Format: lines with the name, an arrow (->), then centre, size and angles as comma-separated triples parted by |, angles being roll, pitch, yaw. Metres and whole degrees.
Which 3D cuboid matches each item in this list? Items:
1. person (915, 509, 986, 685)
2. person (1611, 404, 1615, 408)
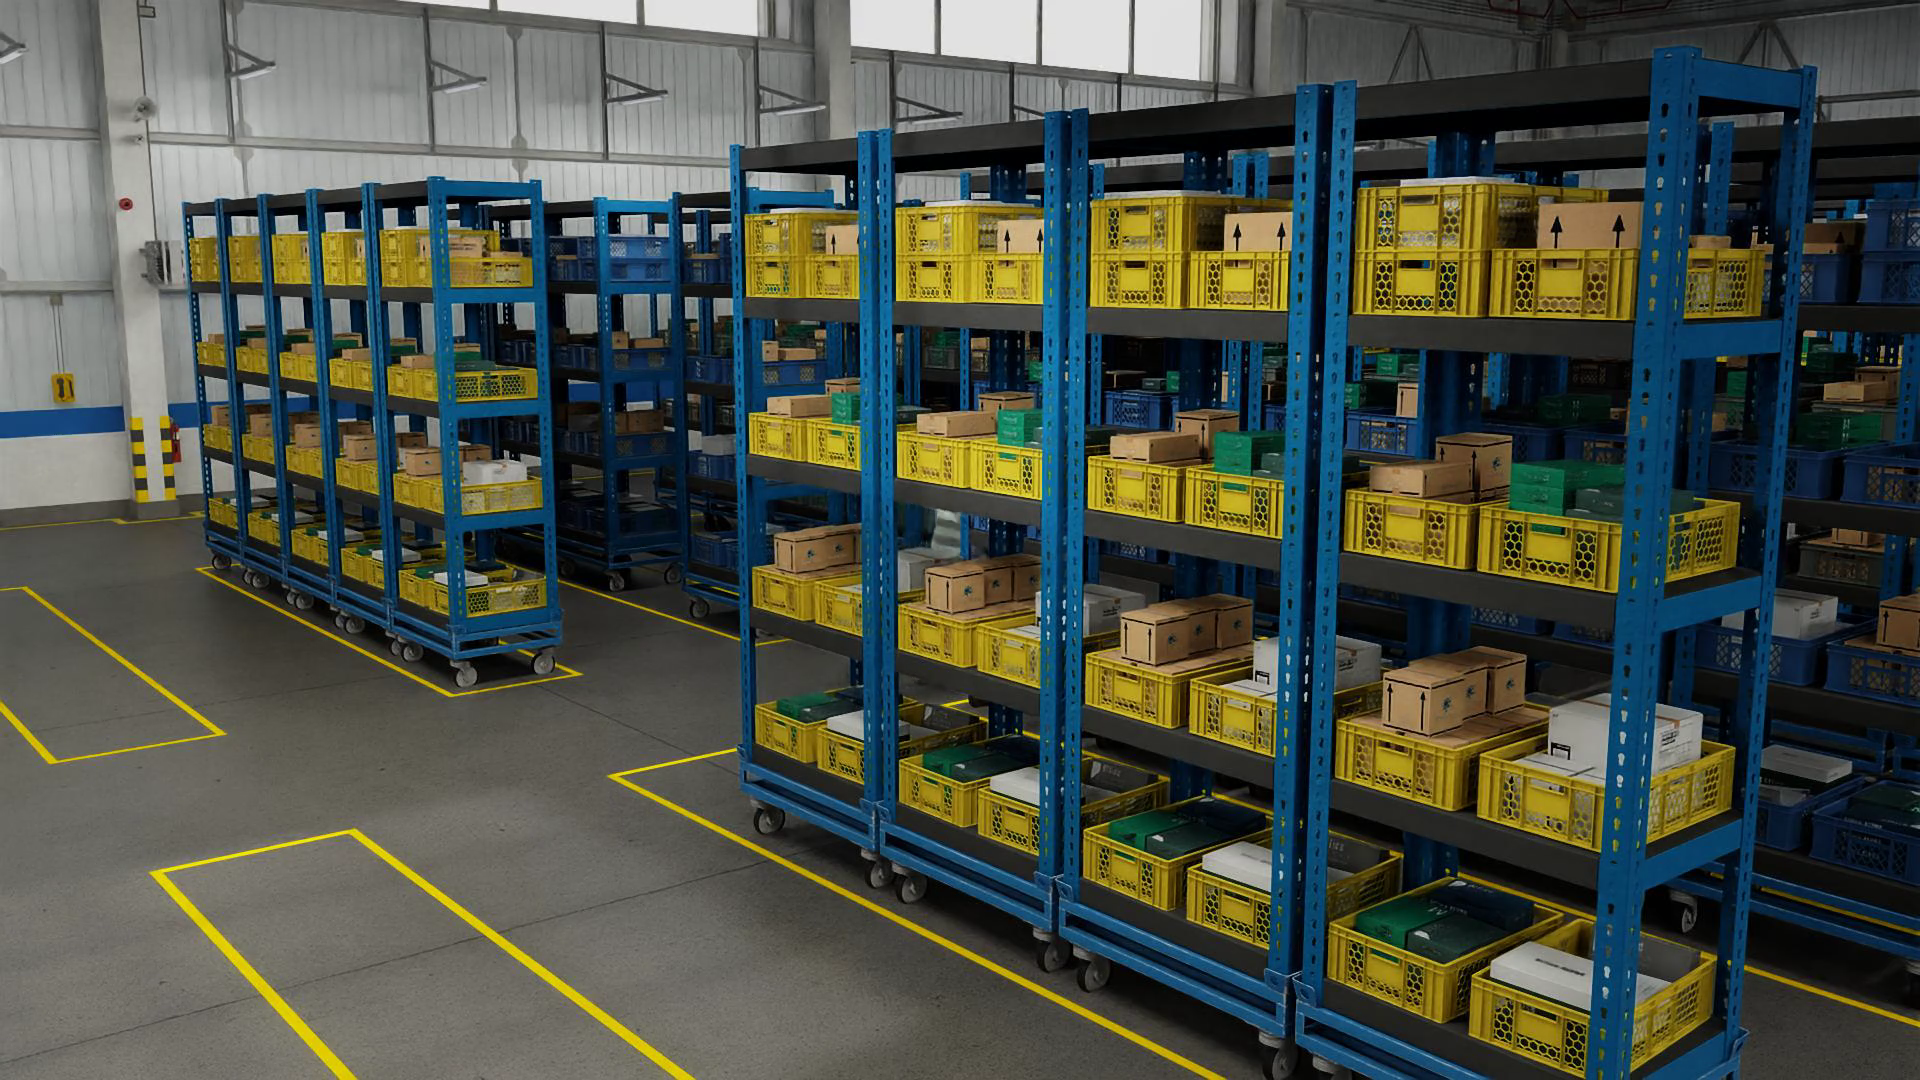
person -> 0.080, 0.080, 12.066 | 1.047, 1.877, 0.607 | -9, 13, -42
person -> 6.936, -0.892, 18.201 | 0.960, 1.802, 0.587 | -6, 11, -32
